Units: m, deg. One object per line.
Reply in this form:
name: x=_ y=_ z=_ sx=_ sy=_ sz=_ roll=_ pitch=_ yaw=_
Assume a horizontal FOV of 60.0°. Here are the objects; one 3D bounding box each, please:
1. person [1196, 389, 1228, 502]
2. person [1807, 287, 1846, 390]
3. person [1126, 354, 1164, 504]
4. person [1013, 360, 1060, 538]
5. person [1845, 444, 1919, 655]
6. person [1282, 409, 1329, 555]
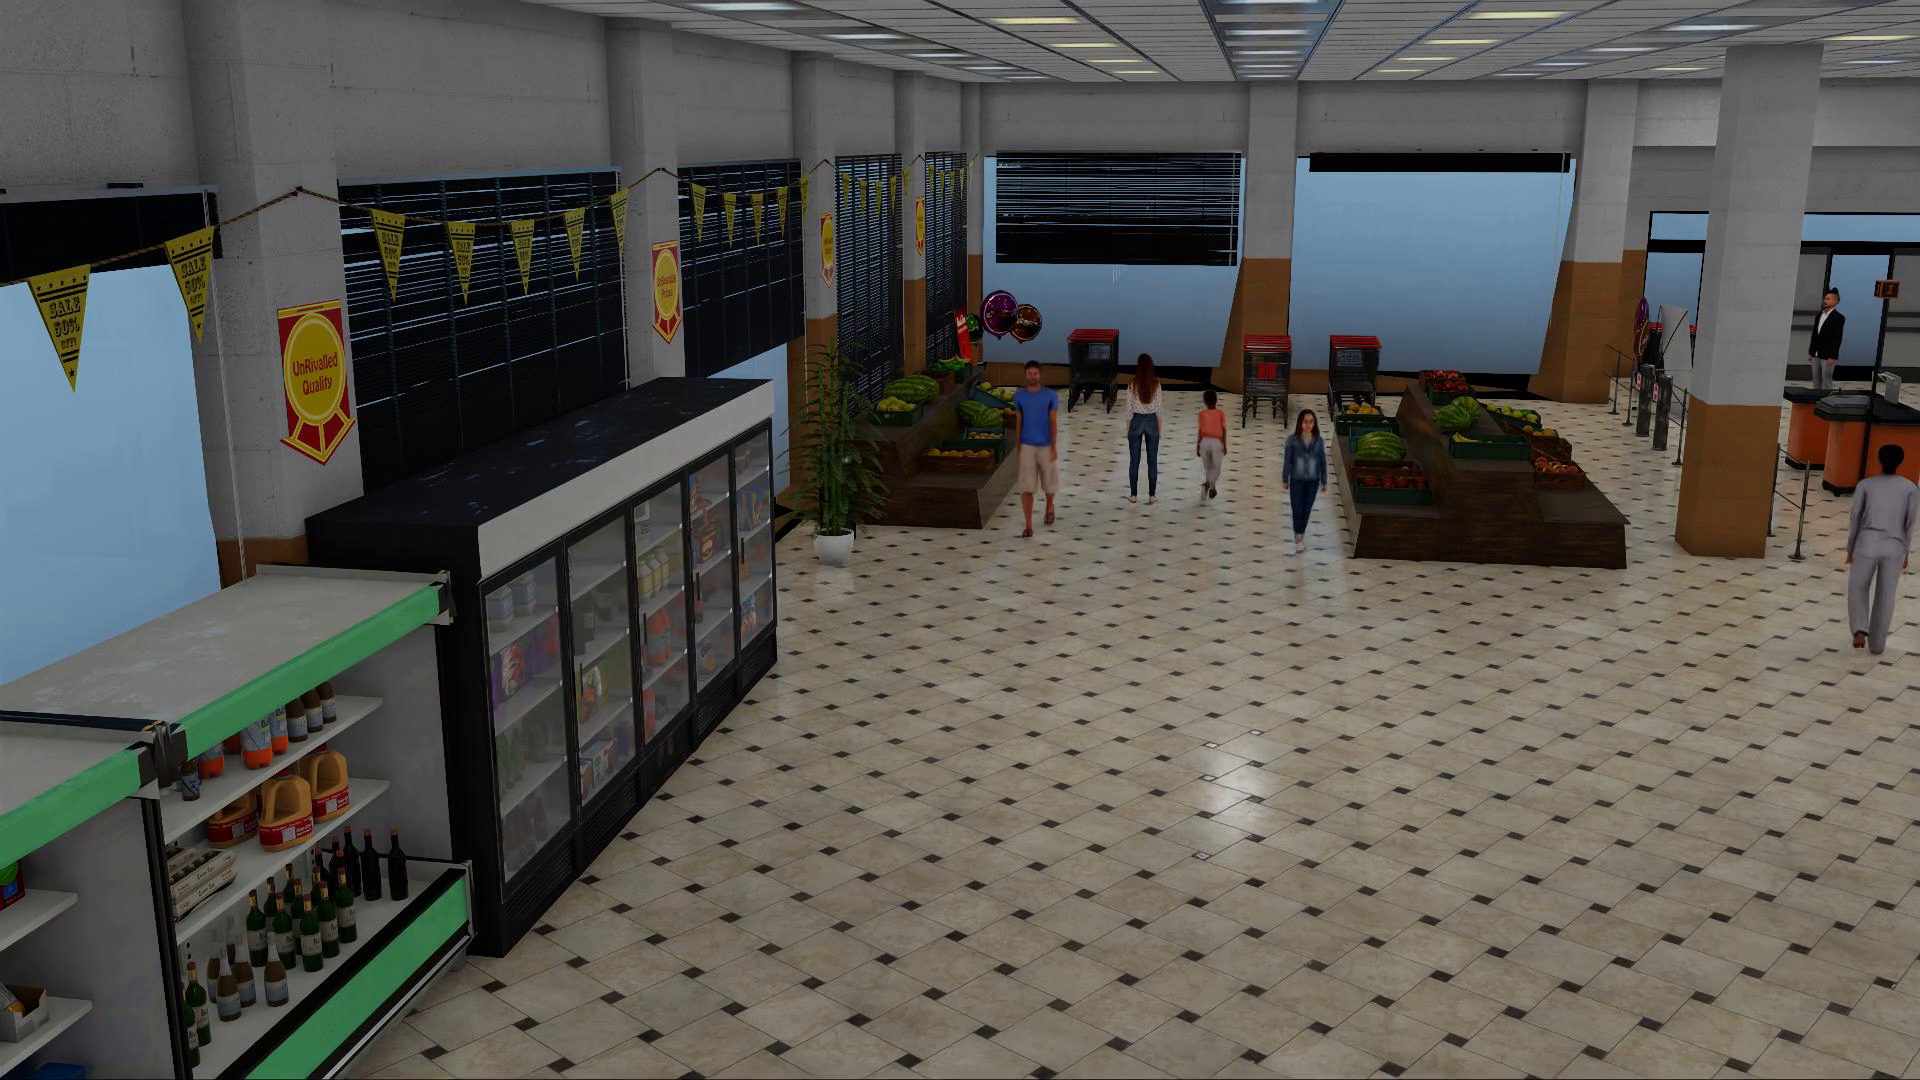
person: x=2.894 y=-1.075 z=19.254 sx=0.587 sy=1.286 sz=0.840 roll=6 pitch=15 yaw=22
person: x=13.087 y=-2.844 z=25.142 sx=0.847 sy=1.948 sz=0.687 roll=-3 pitch=14 yaw=-12
person: x=2.128 y=-1.296 z=19.225 sx=0.595 sy=1.729 sz=0.523 roll=1 pitch=14 yaw=5
person: x=0.841 y=-0.995 z=17.755 sx=0.646 sy=1.837 sz=1.171 roll=2 pitch=14 yaw=8
person: x=7.455 y=0.104 z=13.481 sx=0.770 sy=1.715 sz=0.869 roll=9 pitch=16 yaw=32
person: x=3.500 y=-0.604 z=16.955 sx=0.670 sy=1.454 sz=0.937 roll=0 pitch=14 yaw=0
